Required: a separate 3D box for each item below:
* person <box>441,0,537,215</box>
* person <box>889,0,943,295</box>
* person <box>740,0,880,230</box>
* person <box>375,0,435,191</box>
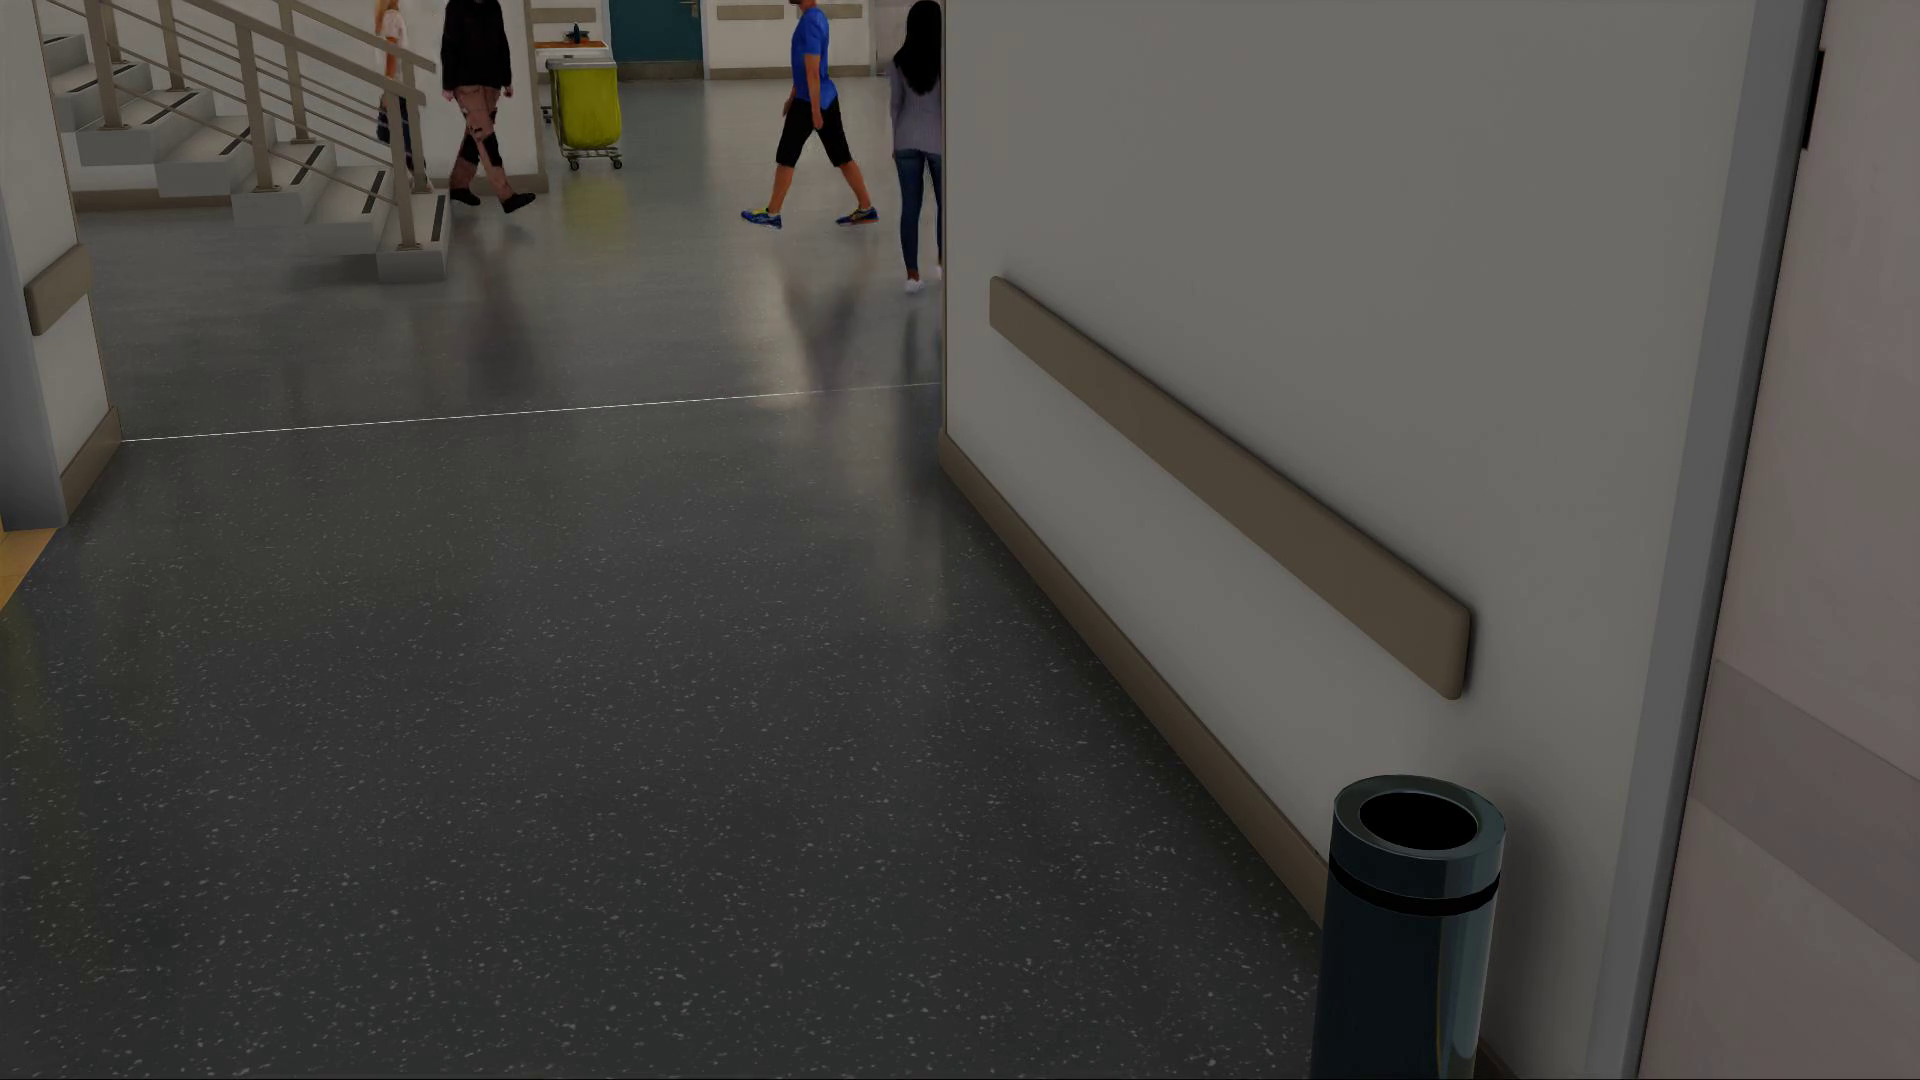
[{"bbox_3d":[-3.749,-3.444,12.742,1.279,1.868,1.248,14,25,32],"label":"person"},{"bbox_3d":[-0.241,-2.337,10.040,0.859,1.712,0.873,3,21,8],"label":"person"},{"bbox_3d":[-0.949,-3.112,11.936,1.296,1.819,0.920,2,21,5],"label":"person"},{"bbox_3d":[-4.271,-3.484,12.949,0.631,1.797,0.617,-8,22,-19],"label":"person"}]
